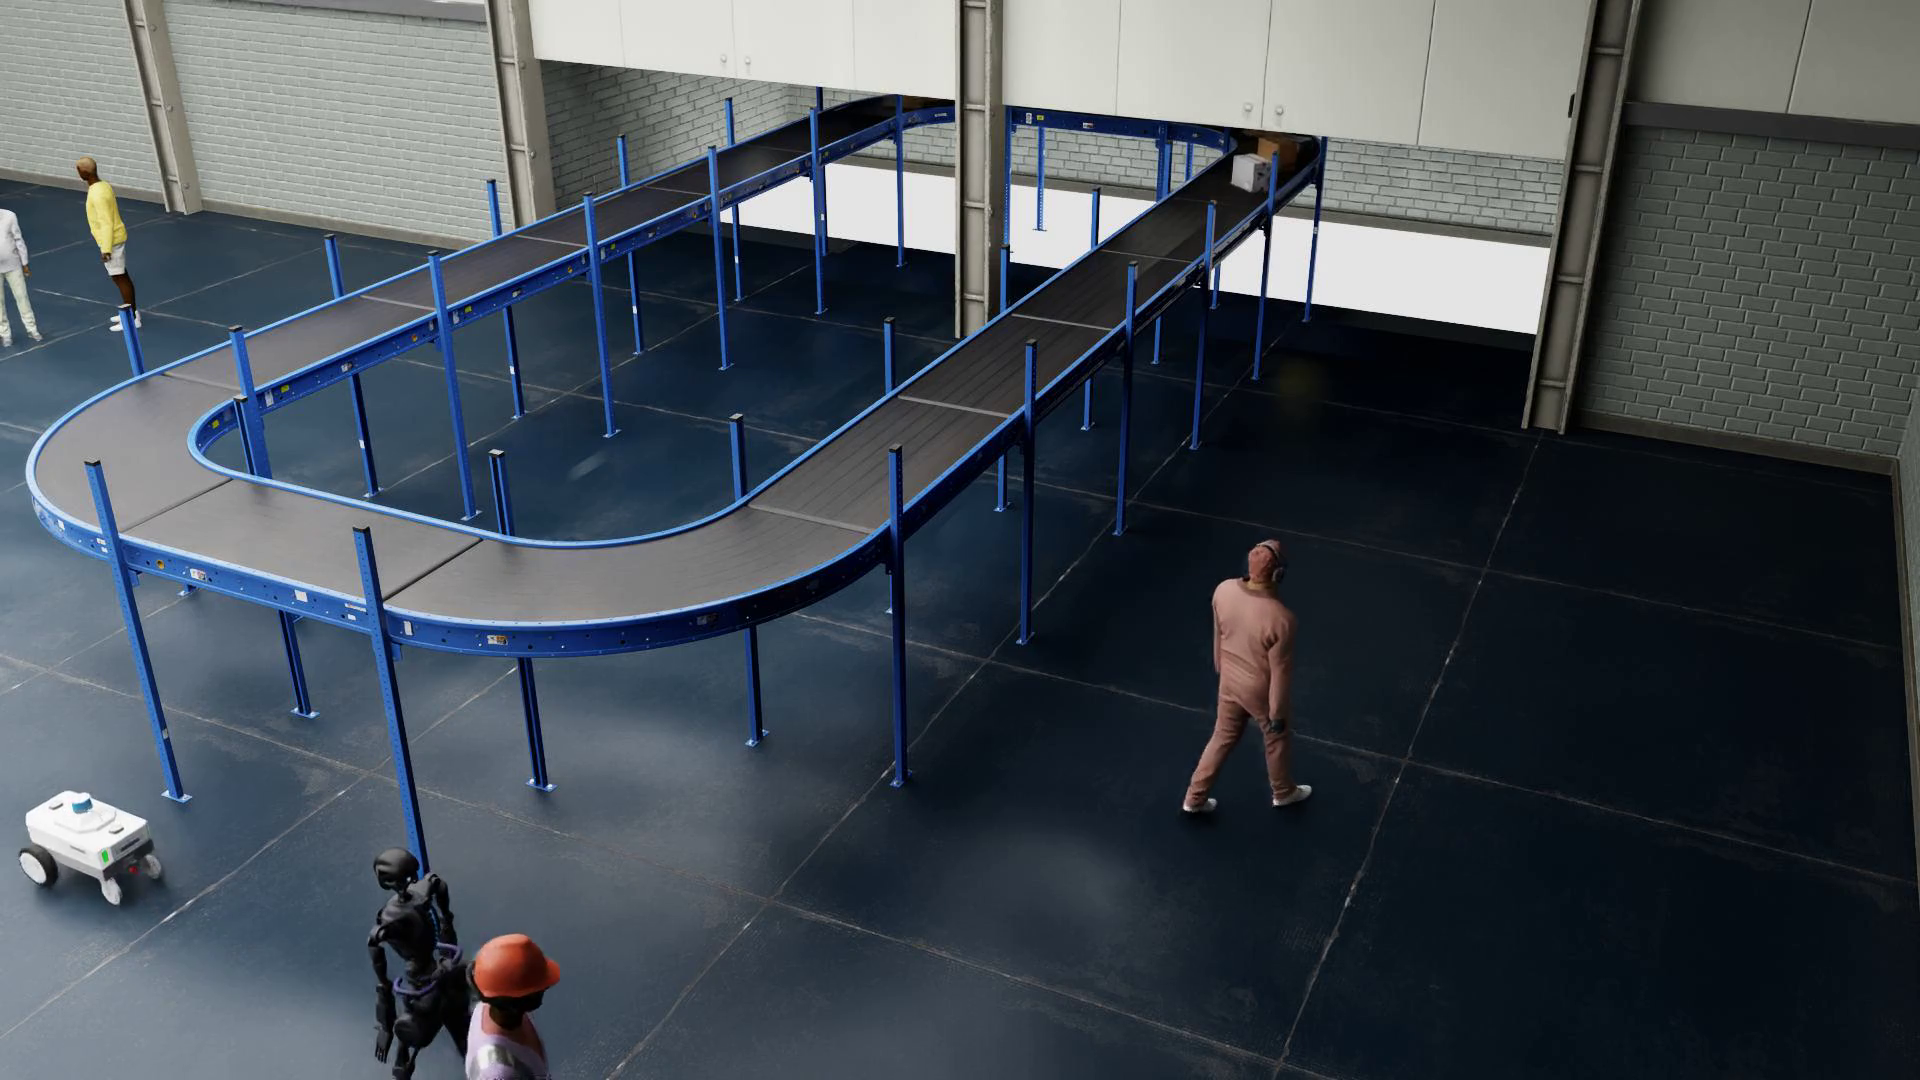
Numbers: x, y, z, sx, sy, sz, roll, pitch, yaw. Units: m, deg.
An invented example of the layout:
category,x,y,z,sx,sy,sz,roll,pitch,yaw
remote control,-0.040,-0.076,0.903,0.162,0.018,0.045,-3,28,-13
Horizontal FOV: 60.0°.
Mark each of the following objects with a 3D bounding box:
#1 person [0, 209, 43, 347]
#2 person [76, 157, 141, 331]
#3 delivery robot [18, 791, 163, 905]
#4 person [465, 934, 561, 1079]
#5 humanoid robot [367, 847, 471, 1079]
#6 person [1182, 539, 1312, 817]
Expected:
category,x,y,z,sx,sy,sz,roll,pitch,yaw
person,-10.227,-2.932,17.726,0.566,1.746,0.342,-21,33,-35
person,-9.300,-3.244,18.181,0.374,1.900,0.544,-10,28,-19
delivery robot,-5.055,1.745,9.658,0.810,0.612,0.499,13,29,24
person,-1.694,2.408,6.647,0.445,2.028,0.643,-6,27,-12
humanoid robot,-2.508,2.090,7.735,0.791,1.621,0.589,8,28,16
person,1.772,0.848,9.972,0.884,1.870,0.660,-18,32,-32
